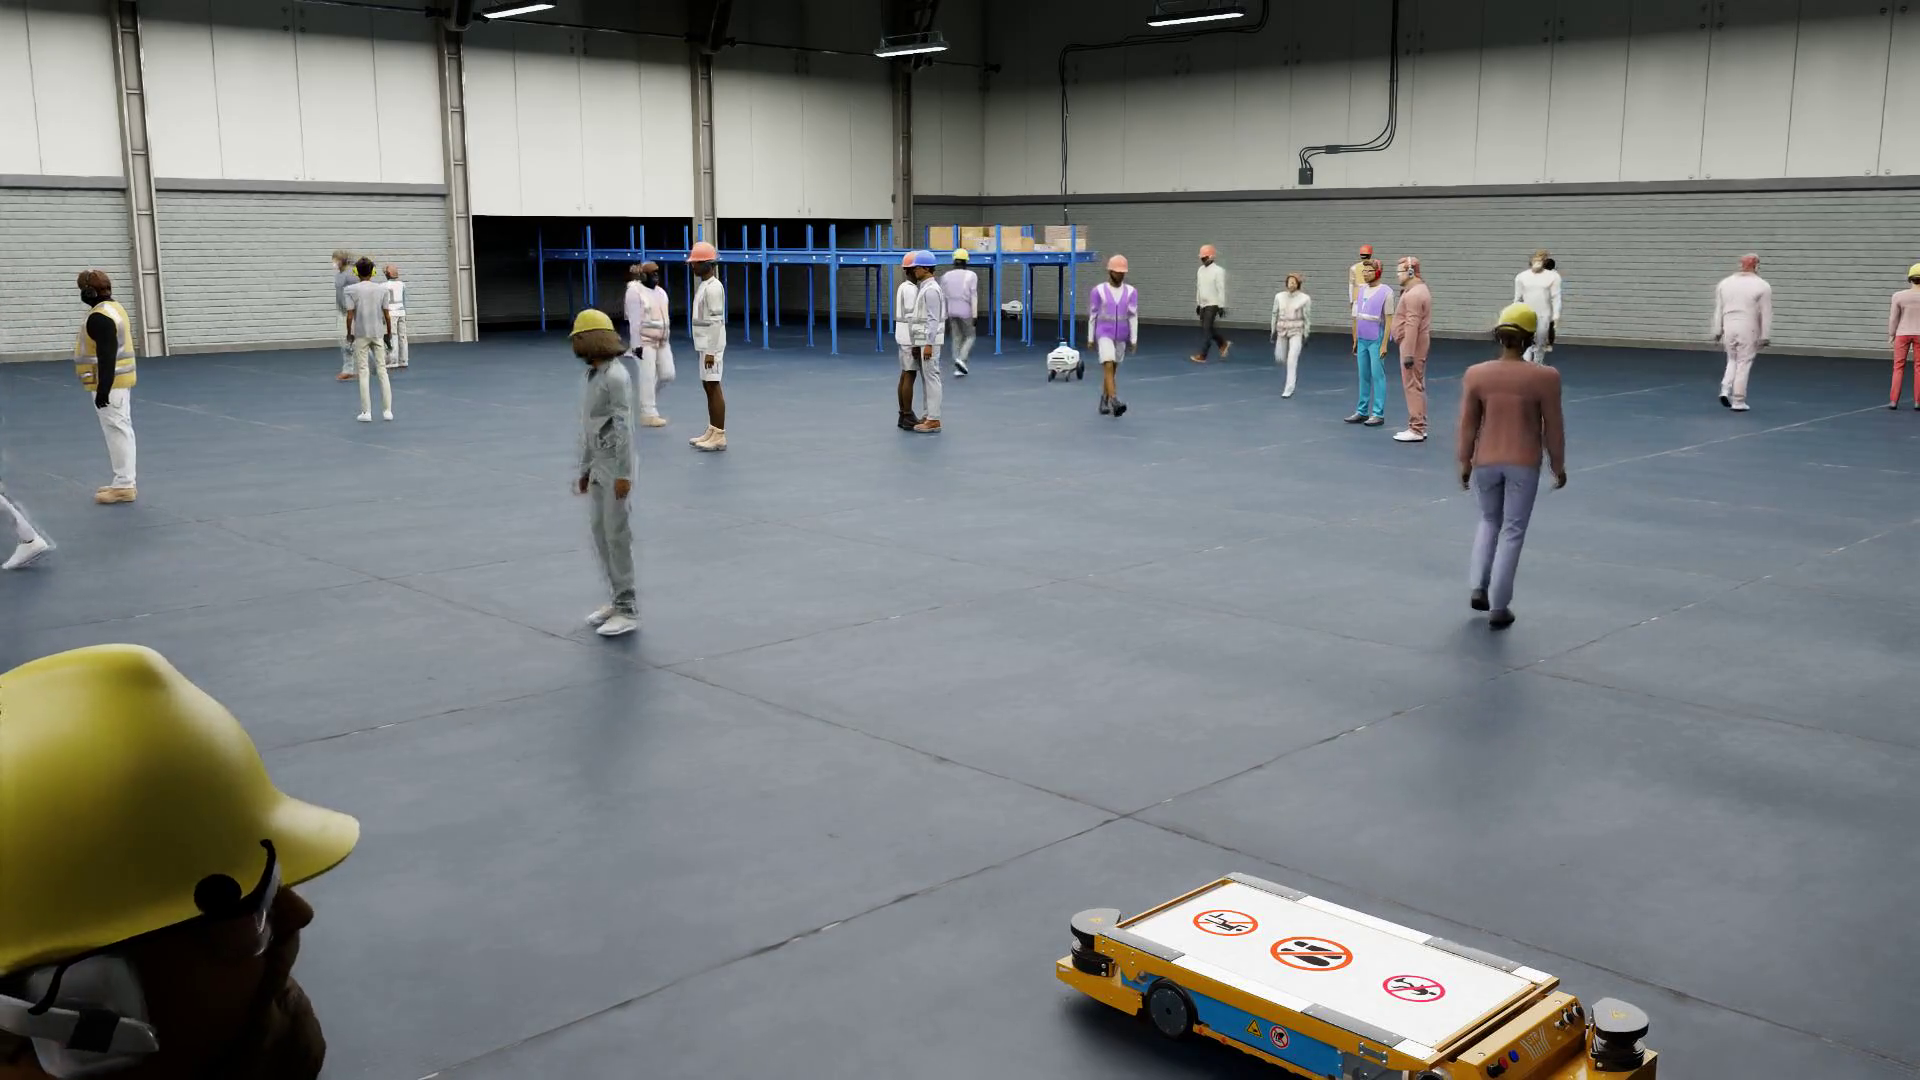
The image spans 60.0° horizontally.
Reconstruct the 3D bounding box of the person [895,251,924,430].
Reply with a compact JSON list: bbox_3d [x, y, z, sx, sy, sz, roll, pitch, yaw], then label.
[{"bbox_3d":[-0.518,-2.190,18.250,0.375,1.939,0.546,-2,11,-10],"label":"person"}]

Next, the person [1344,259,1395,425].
[{"bbox_3d":[4.635,-2.224,18.686,0.386,1.845,0.567,-5,12,-26],"label":"person"}]

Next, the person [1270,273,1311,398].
[{"bbox_3d":[4.378,-2.712,21.937,0.524,1.619,0.622,7,13,35],"label":"person"}]

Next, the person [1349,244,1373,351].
[{"bbox_3d":[7.386,-4.420,30.405,0.542,1.939,0.363,7,12,33],"label":"person"}]

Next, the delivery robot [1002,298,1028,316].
[{"bbox_3d":[1.381,-5.810,41.623,0.477,0.478,0.707,-10,14,-44],"label":"delivery robot"}]

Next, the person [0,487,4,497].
[{"bbox_3d":[-7.833,-1.050,12.815,0.534,1.651,0.868,2,11,11],"label":"person"}]

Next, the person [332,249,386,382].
[{"bbox_3d":[-8.831,-3.280,24.260,0.617,1.916,0.656,-8,13,-37],"label":"person"}]

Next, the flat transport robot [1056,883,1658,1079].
[{"bbox_3d":[1.002,1.205,4.401,0.652,0.197,1.431,-10,14,-44],"label":"flat transport robot"}]

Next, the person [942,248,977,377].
[{"bbox_3d":[0.016,-3.398,24.892,0.608,1.911,0.429,5,12,27],"label":"person"}]

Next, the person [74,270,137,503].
[{"bbox_3d":[-6.821,-1.230,13.297,0.430,1.838,0.624,-3,11,-18],"label":"person"}]

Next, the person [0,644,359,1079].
[{"bbox_3d":[-0.572,0.977,1.253,0.404,1.837,0.596,-2,11,-11],"label":"person"}]

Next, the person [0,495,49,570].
[{"bbox_3d":[-6.305,-0.676,10.388,0.988,1.821,0.511,-4,11,-21],"label":"person"}]

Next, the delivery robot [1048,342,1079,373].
[{"bbox_3d":[1.527,-2.676,24.535,0.477,0.478,0.707,3,11,16],"label":"delivery robot"}]

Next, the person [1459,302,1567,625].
[{"bbox_3d":[3.009,-0.411,9.059,0.529,1.752,0.447,9,13,39],"label":"person"}]

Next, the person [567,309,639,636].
[{"bbox_3d":[-1.865,-0.362,8.921,0.372,1.706,0.532,-6,12,-31],"label":"person"}]

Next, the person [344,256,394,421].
[{"bbox_3d":[-6.768,-2.300,19.043,0.535,1.868,0.309,-6,12,-30],"label":"person"}]

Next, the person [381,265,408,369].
[{"bbox_3d":[-9.038,-3.566,26.573,0.307,1.638,0.513,4,11,22],"label":"person"}]

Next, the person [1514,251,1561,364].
[{"bbox_3d":[8.282,-3.204,23.922,0.649,1.886,1.016,4,11,20],"label":"person"}]

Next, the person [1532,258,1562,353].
[{"bbox_3d":[10.567,-4.221,29.988,0.539,1.696,0.317,-3,11,-14],"label":"person"}]

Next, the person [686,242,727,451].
[{"bbox_3d":[-2.507,-1.919,16.484,0.369,2.045,0.608,-3,11,-17],"label":"person"}]

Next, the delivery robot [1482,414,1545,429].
[{"bbox_3d":[5.631,-1.295,17.002,0.707,0.478,0.477,2,11,9],"label":"delivery robot"}]

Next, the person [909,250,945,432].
[{"bbox_3d":[-0.358,-2.156,18.039,0.391,1.948,0.605,-2,11,-9],"label":"person"}]

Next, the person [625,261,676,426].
[{"bbox_3d":[-3.449,-2.189,18.546,0.438,1.828,0.629,7,12,33],"label":"person"}]

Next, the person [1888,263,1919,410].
[{"bbox_3d":[11.598,-2.473,20.256,0.525,1.772,0.309,6,12,30],"label":"person"}]

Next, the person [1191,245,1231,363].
[{"bbox_3d":[4.230,-3.957,27.845,0.782,1.970,0.625,-6,12,-29],"label":"person"}]

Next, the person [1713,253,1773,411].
[{"bbox_3d":[9.478,-2.506,20.089,0.433,1.891,0.678,-7,13,-34],"label":"person"}]

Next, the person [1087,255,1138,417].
[{"bbox_3d":[1.811,-2.387,19.493,0.550,1.867,1.045,-2,11,-13],"label":"person"}]

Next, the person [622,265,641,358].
[{"bbox_3d":[-5.537,-3.916,28.596,0.847,1.595,0.529,6,12,32],"label":"person"}]

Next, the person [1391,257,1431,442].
[{"bbox_3d":[4.657,-1.973,17.220,0.406,1.894,0.658,4,11,20],"label":"person"}]
